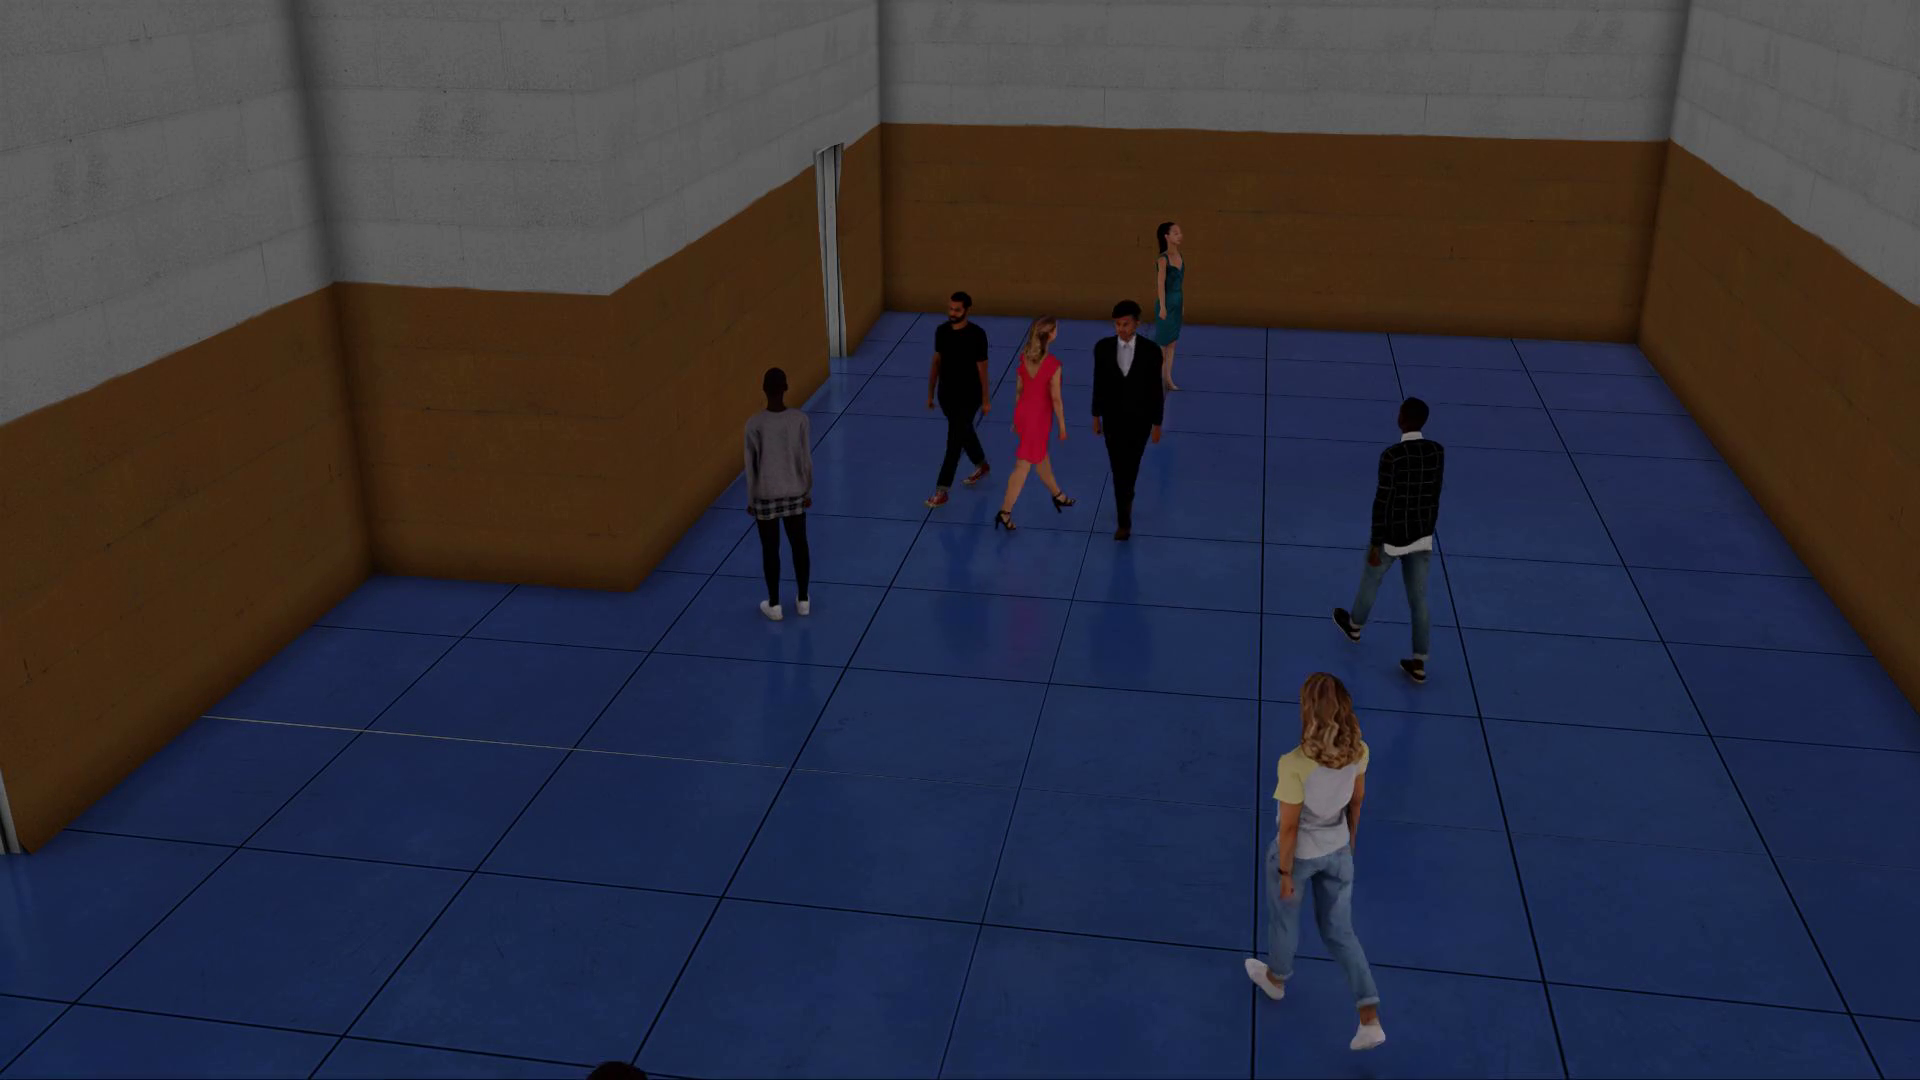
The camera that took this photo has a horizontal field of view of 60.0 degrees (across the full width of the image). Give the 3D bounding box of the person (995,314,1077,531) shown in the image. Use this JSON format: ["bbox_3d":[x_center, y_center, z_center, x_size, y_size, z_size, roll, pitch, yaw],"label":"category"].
[{"bbox_3d":[0.497,-0.869,12.814,1.073,1.680,1.011,-15,26,-33],"label":"person"}]

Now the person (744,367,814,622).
[{"bbox_3d":[-1.224,-0.313,11.309,0.633,1.771,0.754,-8,23,-19],"label":"person"}]

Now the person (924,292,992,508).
[{"bbox_3d":[0.049,-1.164,13.515,1.239,1.704,1.083,16,27,34],"label":"person"}]

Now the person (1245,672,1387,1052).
[{"bbox_3d":[1.582,1.402,7.115,1.142,1.699,1.105,-10,24,-23],"label":"person"}]

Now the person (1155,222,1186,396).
[{"bbox_3d":[2.045,-2.265,16.287,0.629,1.682,0.620,16,27,34],"label":"person"}]

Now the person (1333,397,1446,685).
[{"bbox_3d":[2.833,0.040,10.423,1.204,1.776,1.094,-6,23,-15],"label":"person"}]

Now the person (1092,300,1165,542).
[{"bbox_3d":[1.310,-0.962,12.846,1.086,1.828,0.784,4,22,9],"label":"person"}]
